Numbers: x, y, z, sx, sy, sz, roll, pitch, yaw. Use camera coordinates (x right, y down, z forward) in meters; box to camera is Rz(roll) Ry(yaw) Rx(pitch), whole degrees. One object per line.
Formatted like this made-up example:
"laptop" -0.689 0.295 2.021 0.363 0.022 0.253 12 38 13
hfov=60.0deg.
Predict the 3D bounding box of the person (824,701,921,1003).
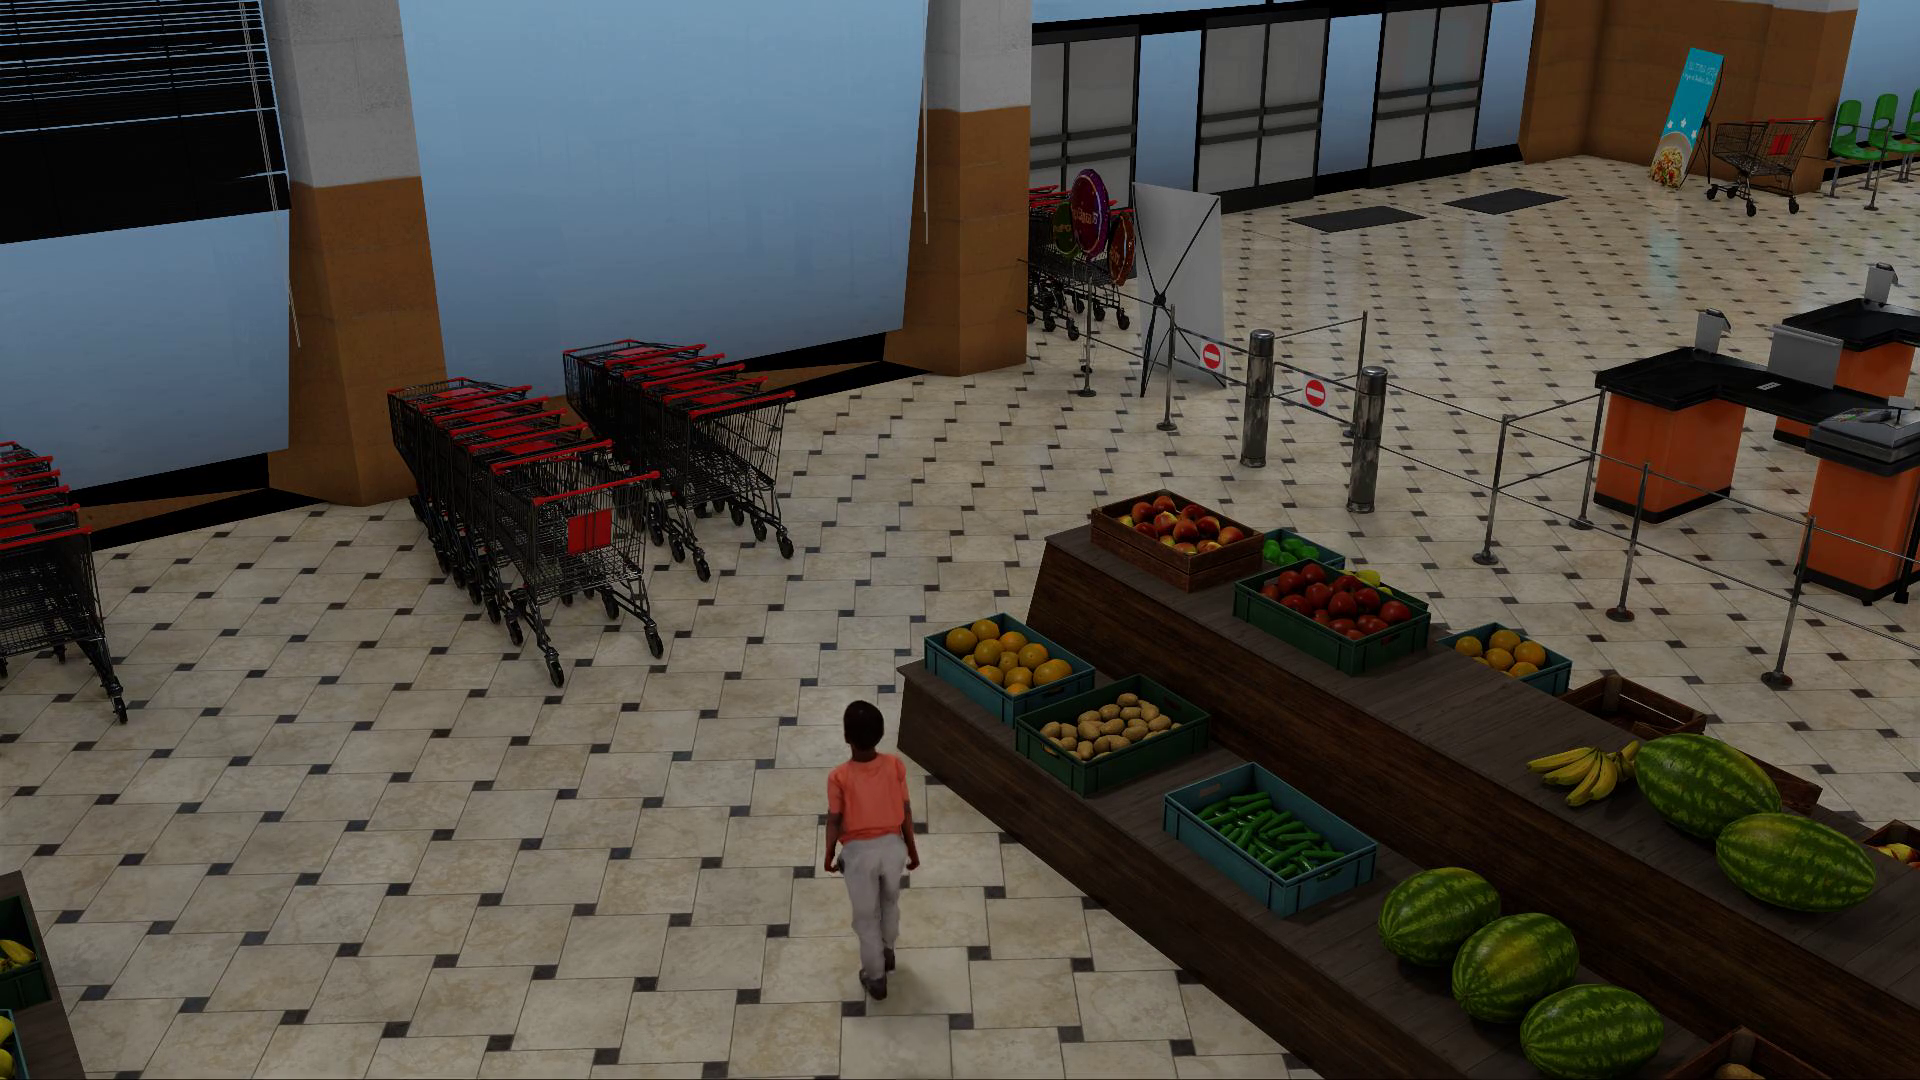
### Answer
"person" -0.324 1.265 6.584 0.588 1.297 0.637 -8 25 -18
